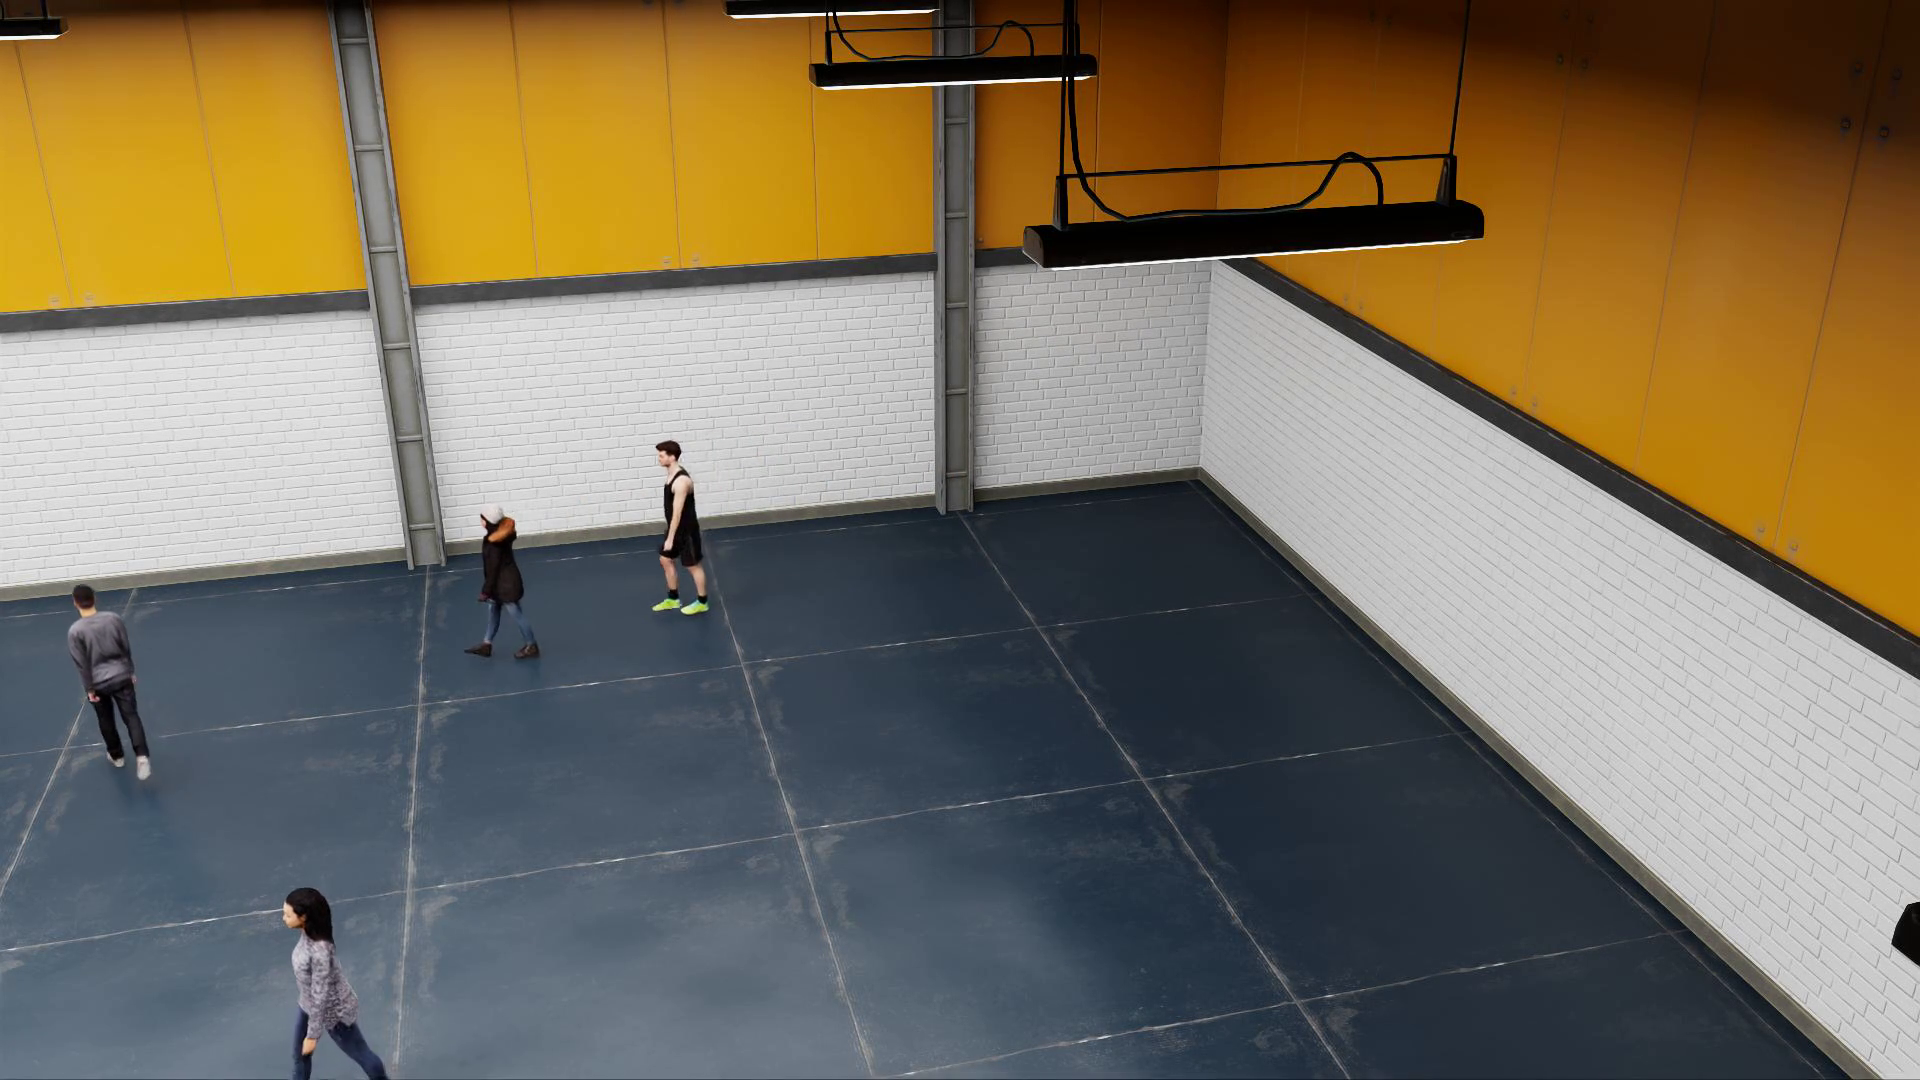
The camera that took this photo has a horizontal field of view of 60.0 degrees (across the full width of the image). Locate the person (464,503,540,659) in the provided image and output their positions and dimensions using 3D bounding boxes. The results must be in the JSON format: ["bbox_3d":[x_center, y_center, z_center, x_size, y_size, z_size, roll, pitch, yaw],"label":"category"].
[{"bbox_3d":[-4.274,0.417,15.907,0.930,1.605,0.639,-8,25,-18],"label":"person"}]

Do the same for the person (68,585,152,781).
[{"bbox_3d":[-7.101,1.209,13.927,1.067,1.739,0.966,-19,30,-37],"label":"person"}]

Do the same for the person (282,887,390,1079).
[{"bbox_3d":[-3.780,2.855,10.212,1.132,1.699,0.856,-16,28,-32],"label":"person"}]

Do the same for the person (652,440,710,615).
[{"bbox_3d":[-2.718,-0.126,16.818,0.858,1.871,0.786,-13,27,-27],"label":"person"}]
